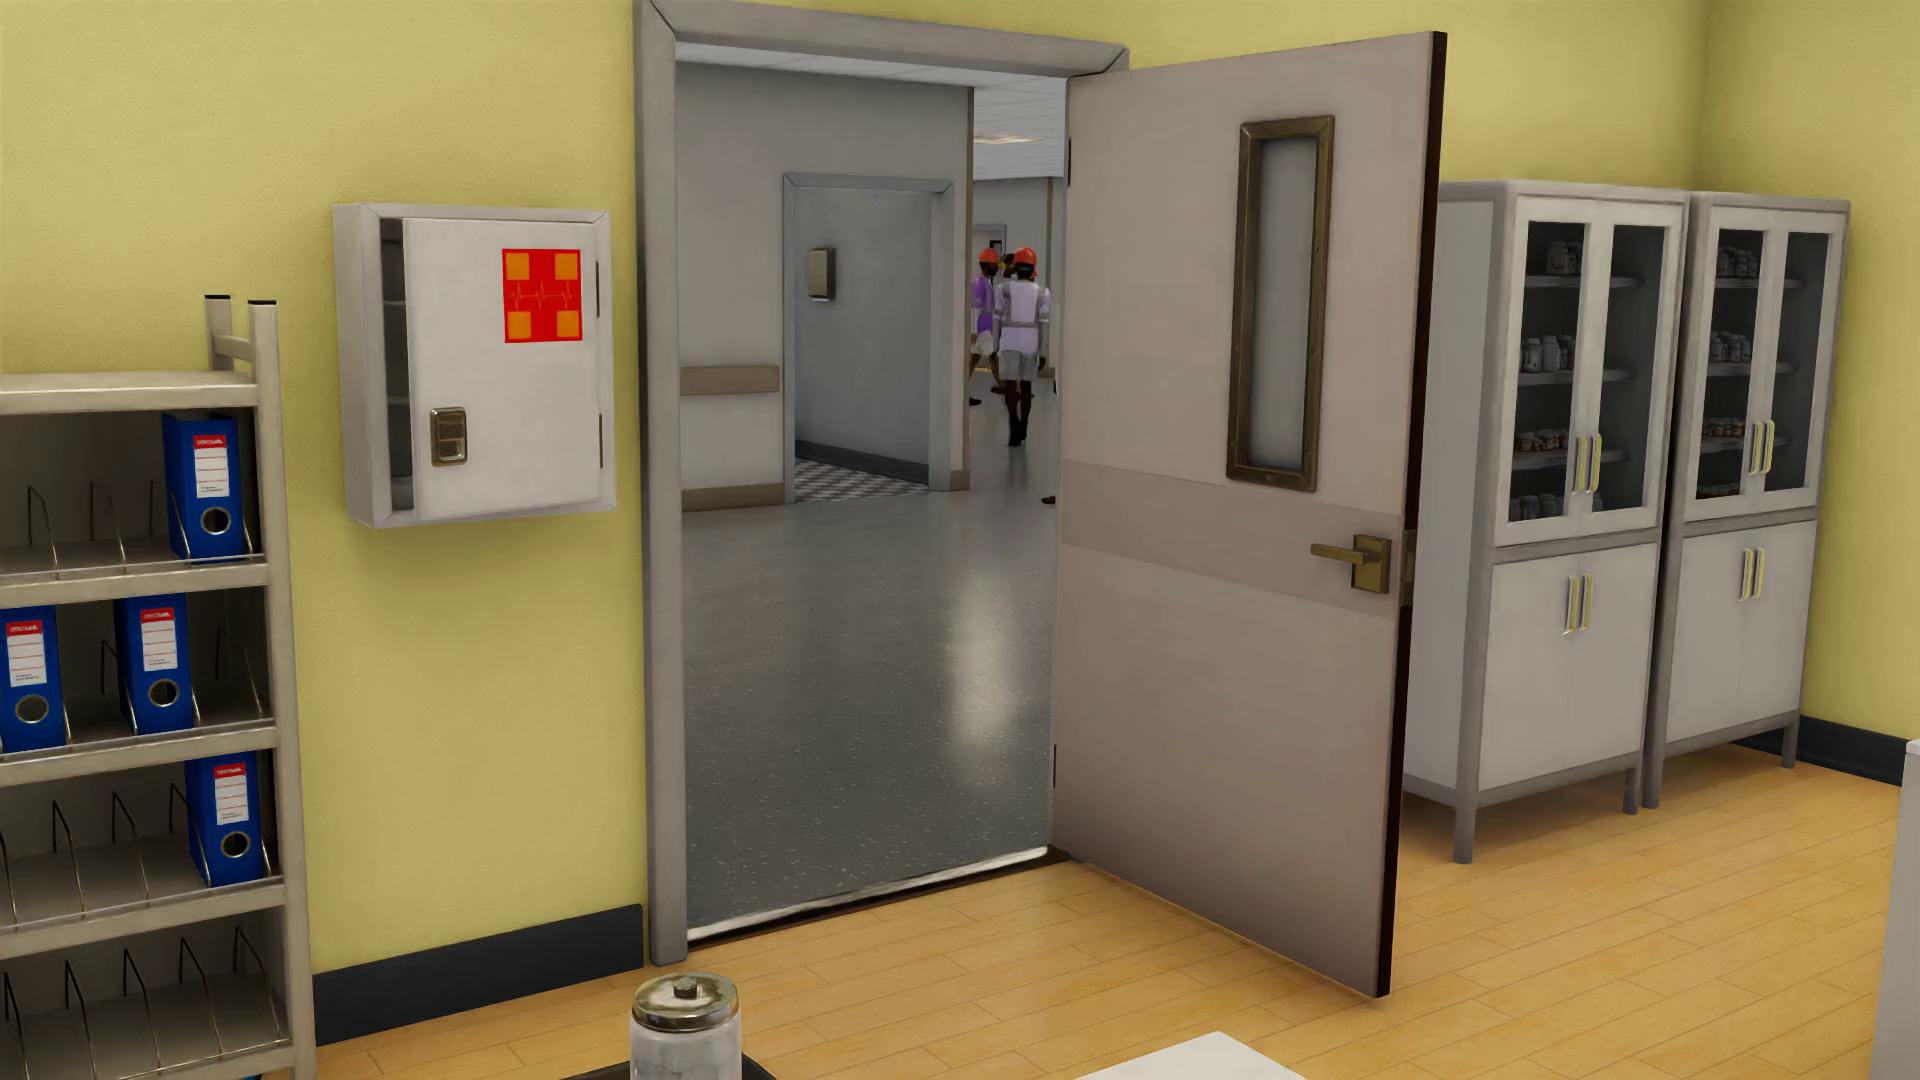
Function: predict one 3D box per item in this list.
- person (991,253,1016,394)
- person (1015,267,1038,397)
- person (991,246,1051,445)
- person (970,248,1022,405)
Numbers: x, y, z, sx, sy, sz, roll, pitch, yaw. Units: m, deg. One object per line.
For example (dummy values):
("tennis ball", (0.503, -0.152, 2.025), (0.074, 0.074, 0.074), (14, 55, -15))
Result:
("person", (0.613, -2.868, 22.100), (0.324, 1.865, 0.512), (9, 12, 40))
("person", (0.828, -2.684, 21.330), (0.343, 1.749, 0.573), (5, 10, 23))
("person", (0.591, -1.869, 15.992), (0.542, 1.909, 0.918), (0, 10, -6))
("person", (0.404, -2.557, 20.104), (0.947, 1.892, 0.574), (2, 10, 9))
